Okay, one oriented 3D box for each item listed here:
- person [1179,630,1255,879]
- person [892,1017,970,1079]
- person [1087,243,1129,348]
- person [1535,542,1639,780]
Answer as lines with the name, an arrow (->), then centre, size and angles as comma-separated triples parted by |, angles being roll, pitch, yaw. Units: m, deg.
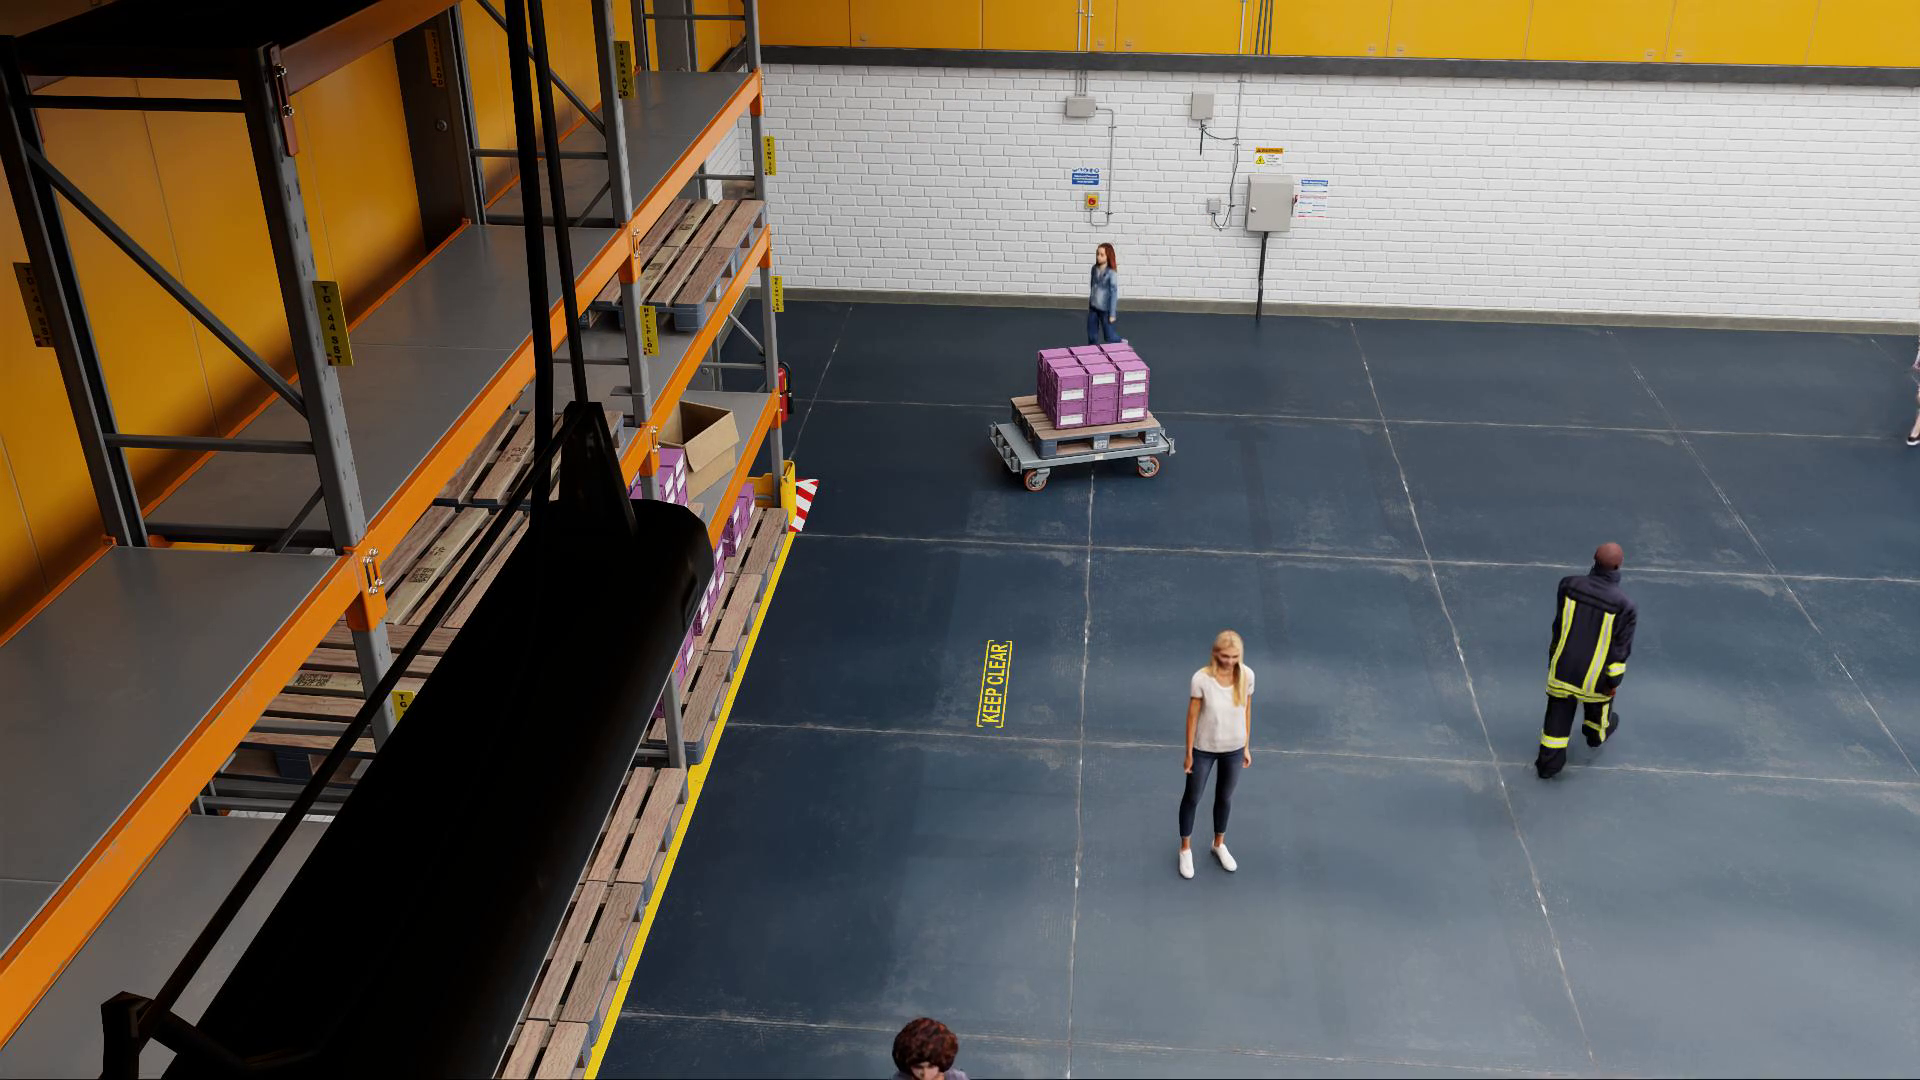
person -> 1.637, 1.345, 10.678 | 0.653, 1.807, 0.602 | -6, 29, -10
person -> -0.134, 2.913, 7.929 | 0.741, 1.687, 1.070 | -3, 29, -6
person -> 1.599, -2.537, 18.160 | 0.973, 1.458, 0.895 | -23, 36, -36
person -> 4.312, 0.869, 11.570 | 1.156, 1.789, 1.263 | 25, 37, 37
